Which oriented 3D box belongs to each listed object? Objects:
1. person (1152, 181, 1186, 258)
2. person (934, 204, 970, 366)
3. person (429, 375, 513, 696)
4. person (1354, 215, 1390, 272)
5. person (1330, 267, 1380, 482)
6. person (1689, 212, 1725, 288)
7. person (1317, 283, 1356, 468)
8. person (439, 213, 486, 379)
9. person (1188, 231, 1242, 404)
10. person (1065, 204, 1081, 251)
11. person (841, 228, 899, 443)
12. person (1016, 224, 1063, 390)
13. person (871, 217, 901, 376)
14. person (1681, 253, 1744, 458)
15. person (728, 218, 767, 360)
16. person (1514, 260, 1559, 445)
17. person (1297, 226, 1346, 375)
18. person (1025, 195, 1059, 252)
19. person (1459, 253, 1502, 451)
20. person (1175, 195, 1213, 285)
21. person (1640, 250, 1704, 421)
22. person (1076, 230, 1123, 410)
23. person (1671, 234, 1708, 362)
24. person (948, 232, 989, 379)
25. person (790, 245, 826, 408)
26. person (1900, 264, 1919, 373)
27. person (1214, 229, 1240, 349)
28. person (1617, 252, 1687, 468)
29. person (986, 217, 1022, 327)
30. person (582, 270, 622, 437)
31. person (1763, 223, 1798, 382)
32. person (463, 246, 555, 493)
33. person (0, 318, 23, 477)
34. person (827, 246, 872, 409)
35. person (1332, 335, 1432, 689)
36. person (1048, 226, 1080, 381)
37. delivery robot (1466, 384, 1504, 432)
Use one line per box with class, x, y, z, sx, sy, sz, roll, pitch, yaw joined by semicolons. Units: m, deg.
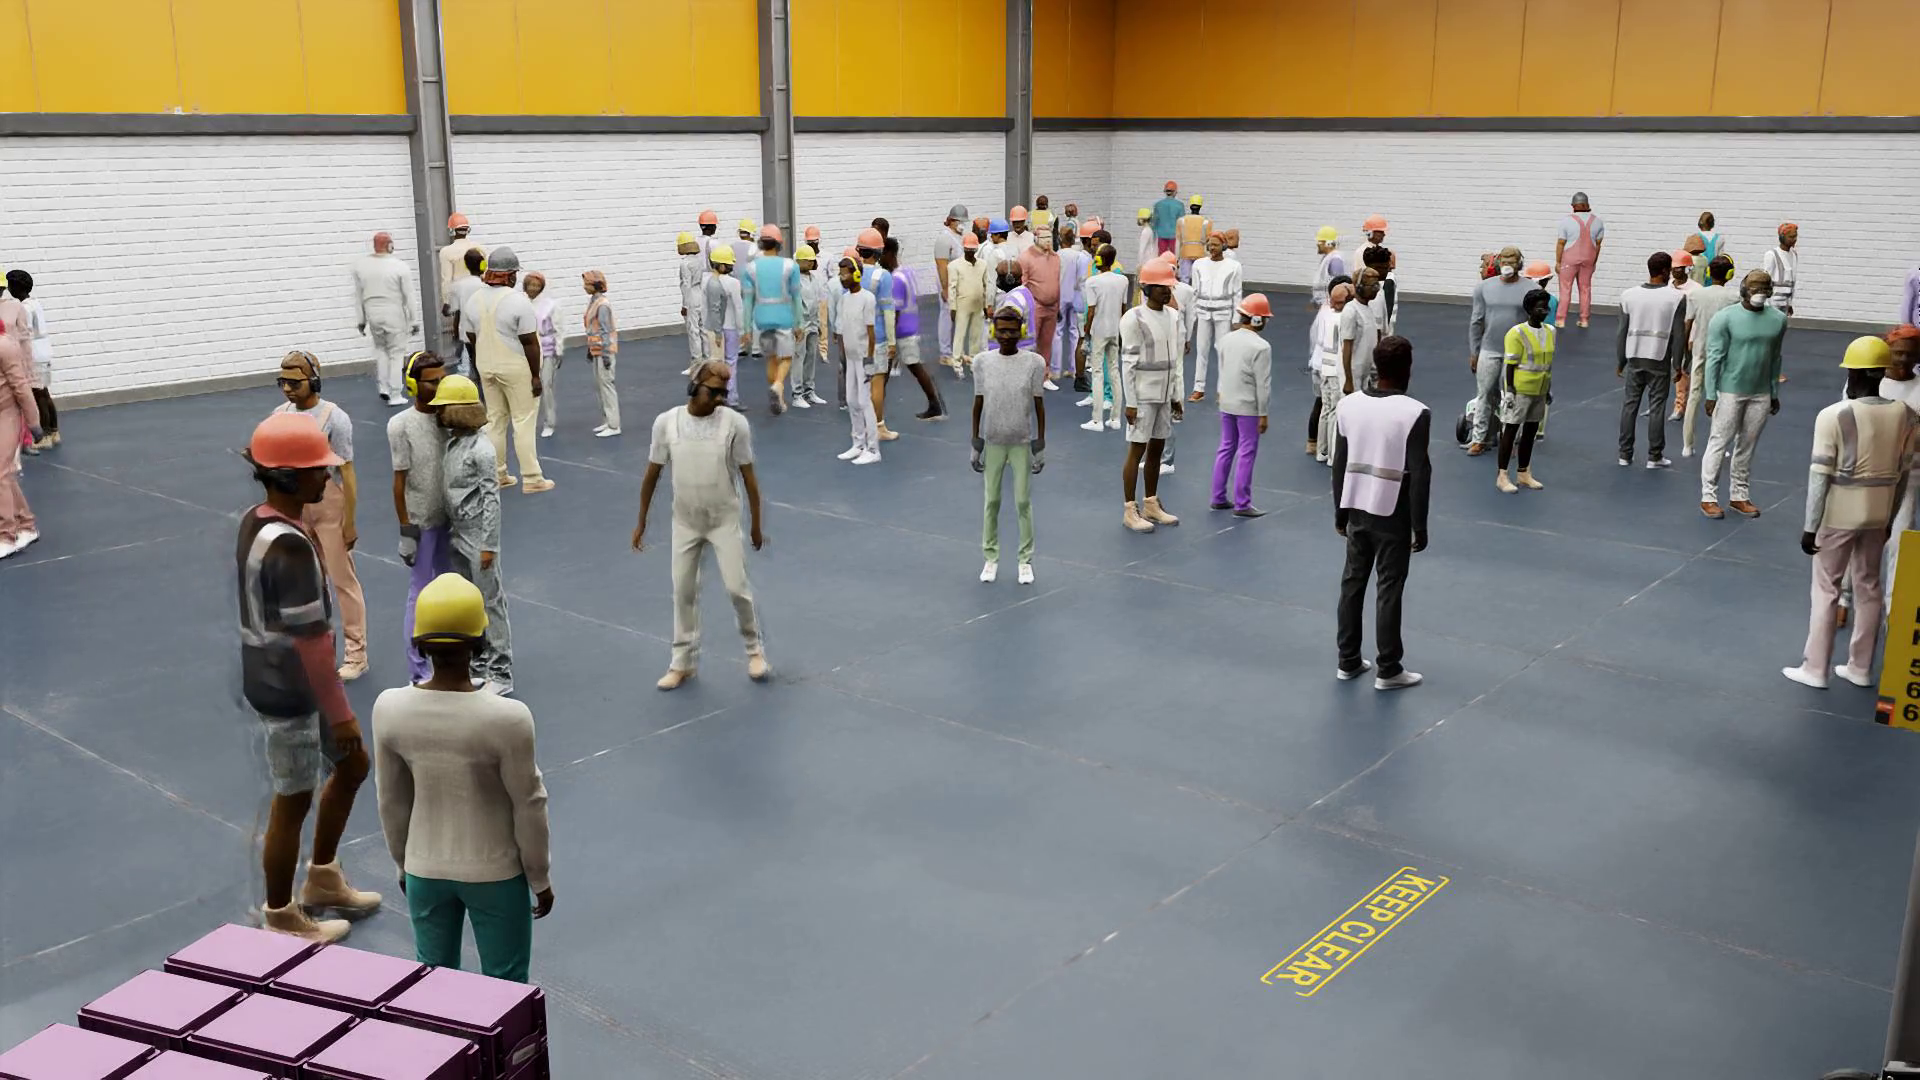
person;3.868;-5.616;30.740;0.664;1.986;0.405;6;15;22
person;-0.019;-3.254;21.178;0.536;2.000;0.682;7;16;27
person;-2.608;-0.011;8.818;0.301;1.745;0.483;-13;19;-42
person;4.756;-2.770;19.336;0.393;1.995;0.612;9;17;33
person;3.370;-1.394;14.139;0.329;1.844;0.509;9;16;31
person;10.270;-3.610;23.023;0.502;1.837;0.350;0;14;1
person;3.378;-1.466;14.842;0.306;1.641;0.523;-2;14;-8
person;-5.849;-2.846;19.640;0.376;1.995;0.612;11;18;38
person;2.788;-2.433;18.218;0.575;1.883;0.362;7;16;25
person;1.997;-5.147;29.574;0.313;1.634;0.514;4;15;15
person;-0.853;-1.967;16.019;0.615;2.045;0.381;10;17;36
person;0.930;-2.634;18.971;0.645;1.907;0.400;-11;18;-38
person;-0.907;-2.950;20.214;0.370;1.914;0.597;-9;17;-32
person;6.853;-1.670;15.191;0.517;1.873;0.334;12;18;40
person;-2.756;-3.259;21.640;0.594;1.824;0.403;8;16;30
person;5.465;-1.784;15.880;0.331;1.753;0.561;12;18;39
person;4.416;-2.910;20.282;0.739;1.804;0.609;1;14;5
person;1.391;-4.977;28.505;0.628;1.833;0.429;2;14;8
person;4.966;-1.755;15.581;0.389;1.846;0.567;9;16;31
person;3.720;-4.537;26.565;0.588;1.918;0.400;2;14;7
person;7.380;-2.112;17.193;0.330;1.751;0.564;-9;17;-31
person;1.528;-2.360;17.854;0.387;1.919;0.594;-8;16;-28
person;9.380;-3.096;21.369;0.498;1.634;0.281;-10;17;-36
person;0.116;-2.818;20.020;0.573;1.749;0.324;-9;17;-33
person;-1.658;-2.313;18.021;0.294;1.744;0.487;8;16;29
person;10.279;-2.274;17.567;0.642;1.882;0.723;8;16;29
person;3.628;-3.382;22.515;0.266;1.631;0.507;-2;14;-7
person;6.133;-1.595;14.806;0.587;1.914;0.391;12;19;40
person;0.499;-2.846;19.760;0.416;1.939;0.604;10;17;35
person;-3.497;-1.825;16.303;0.330;1.629;0.528;-5;15;-19
person;9.662;-2.796;19.665;0.582;1.882;0.338;-9;17;-33
person;-3.718;-1.413;13.819;0.682;2.000;0.537;7;15;25
person;-8.418;-1.400;14.386;0.573;1.738;0.352;13;19;42
person;-1.129;-2.267;17.820;0.562;1.750;0.327;4;15;14
person;2.267;-0.147;9.008;0.398;1.920;0.588;-11;18;-38
person;1.264;-2.825;19.889;0.515;1.835;0.355;-7;16;-27
delivery robot;5.157;-1.278;16.103;0.477;0.478;0.707;9;16;31
